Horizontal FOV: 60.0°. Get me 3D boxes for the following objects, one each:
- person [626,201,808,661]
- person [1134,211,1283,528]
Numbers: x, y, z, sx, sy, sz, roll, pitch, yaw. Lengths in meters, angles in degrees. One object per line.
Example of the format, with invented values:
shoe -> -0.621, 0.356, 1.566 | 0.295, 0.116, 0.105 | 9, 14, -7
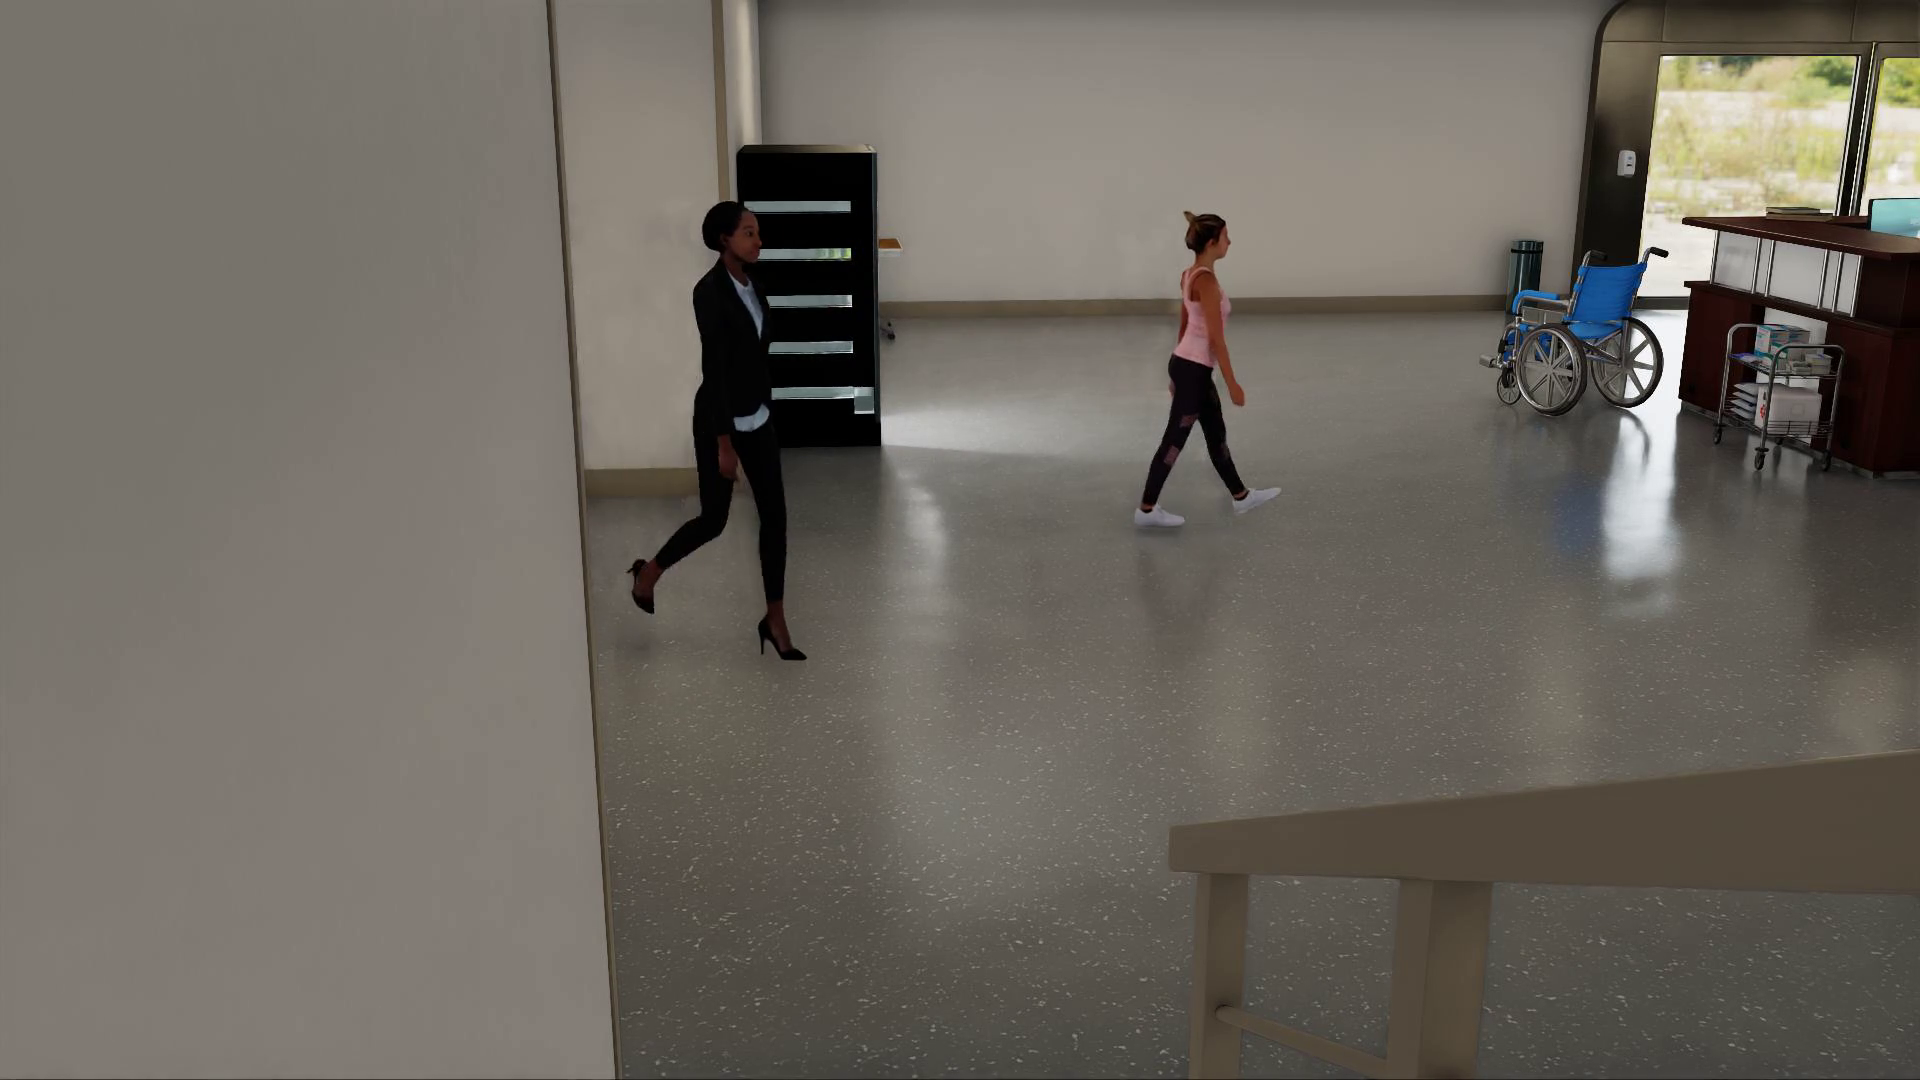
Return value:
person -> -0.975, -0.394, 6.558 | 1.044, 1.808, 1.082 | 9, 18, 28
person -> 1.109, -0.827, 8.465 | 0.679, 1.607, 0.963 | 0, 16, 0
